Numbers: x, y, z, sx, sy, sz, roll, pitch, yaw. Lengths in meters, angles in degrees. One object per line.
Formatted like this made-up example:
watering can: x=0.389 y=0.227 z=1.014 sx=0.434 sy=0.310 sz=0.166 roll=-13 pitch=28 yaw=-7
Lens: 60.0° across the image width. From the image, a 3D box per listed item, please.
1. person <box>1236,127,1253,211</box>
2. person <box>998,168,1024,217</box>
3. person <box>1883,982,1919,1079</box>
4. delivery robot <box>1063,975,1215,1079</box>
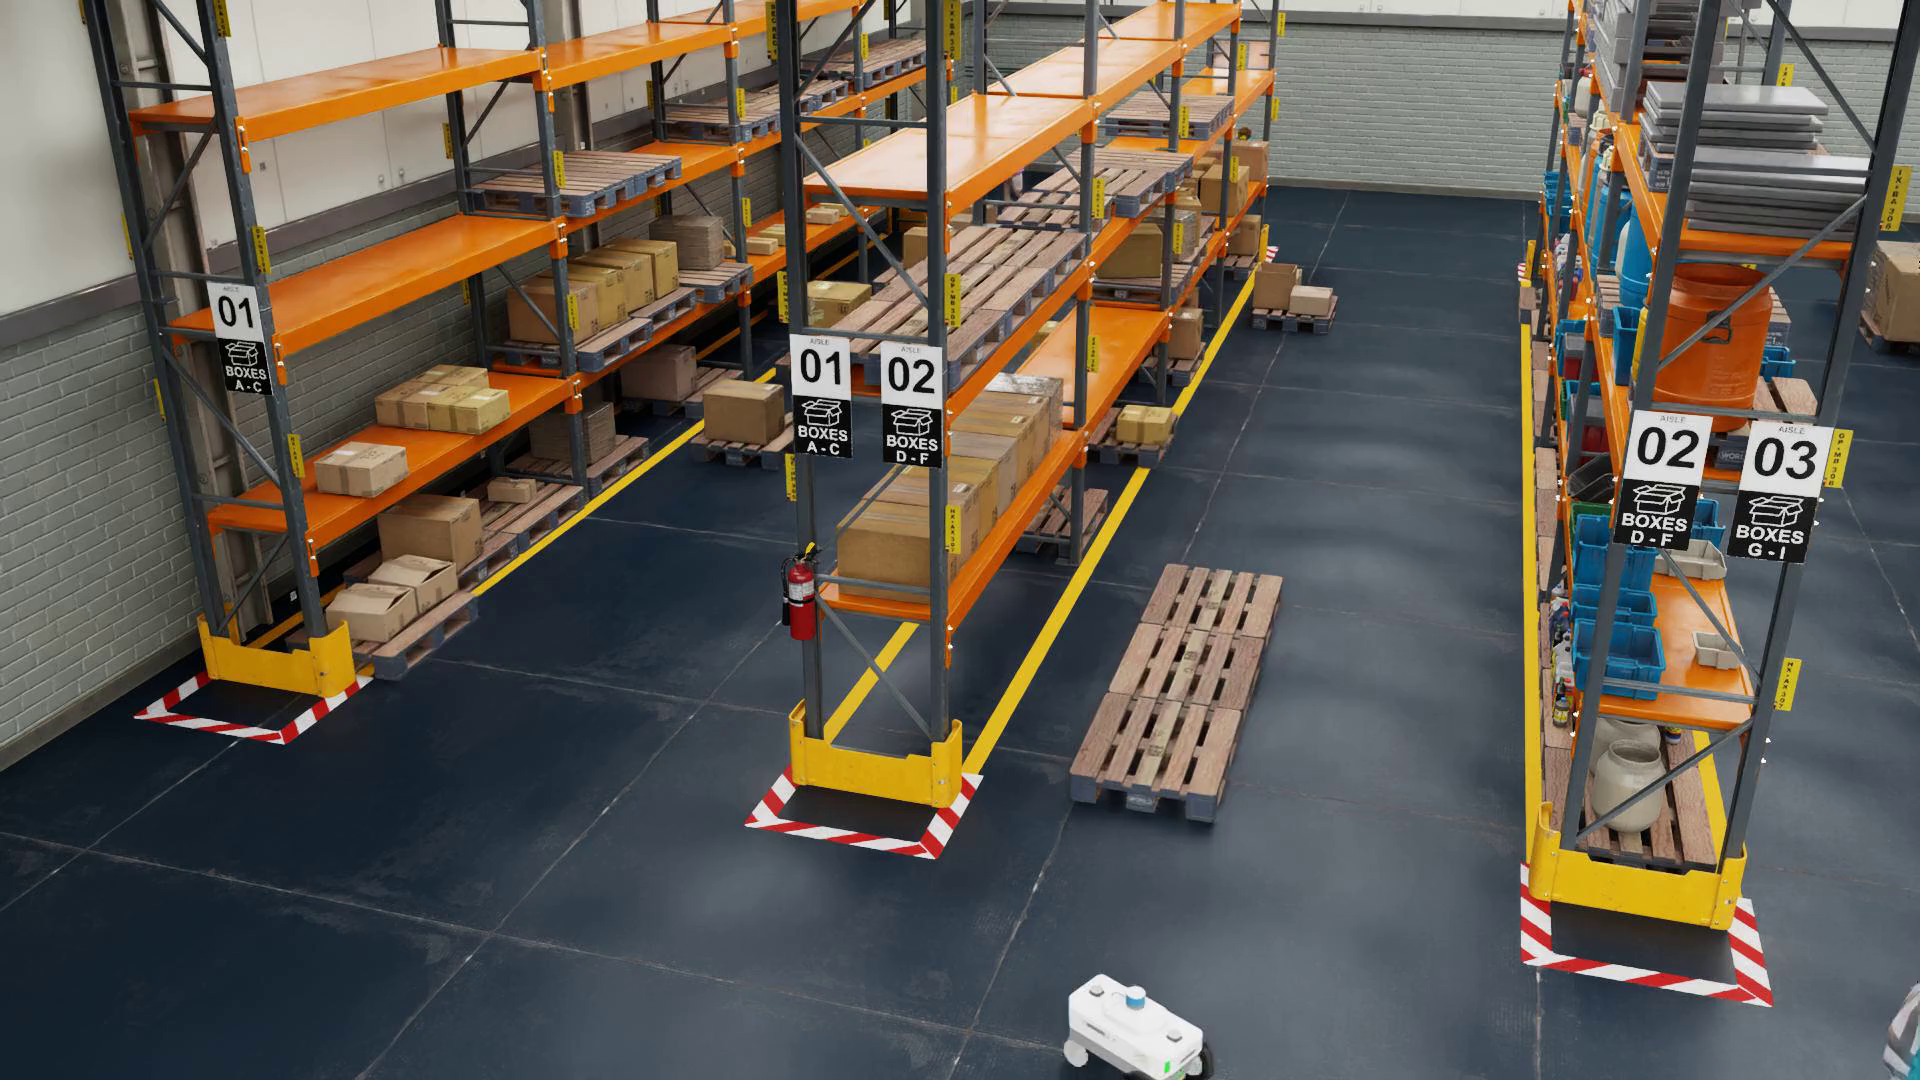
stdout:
person: x=4.449 y=-5.629 z=26.312 sx=0.421 sy=1.789 sz=0.525 roll=8 pitch=25 yaw=19
person: x=0.954 y=-6.073 z=27.490 sx=0.804 sy=1.667 sz=0.489 roll=2 pitch=23 yaw=5
person: x=4.381 y=2.461 z=7.508 sx=0.430 sy=1.828 sz=0.651 roll=19 pitch=30 yaw=37
delivery robot: x=0.926 y=2.631 z=8.732 sx=0.814 sy=0.611 sz=0.499 roll=21 pitch=31 yaw=40
